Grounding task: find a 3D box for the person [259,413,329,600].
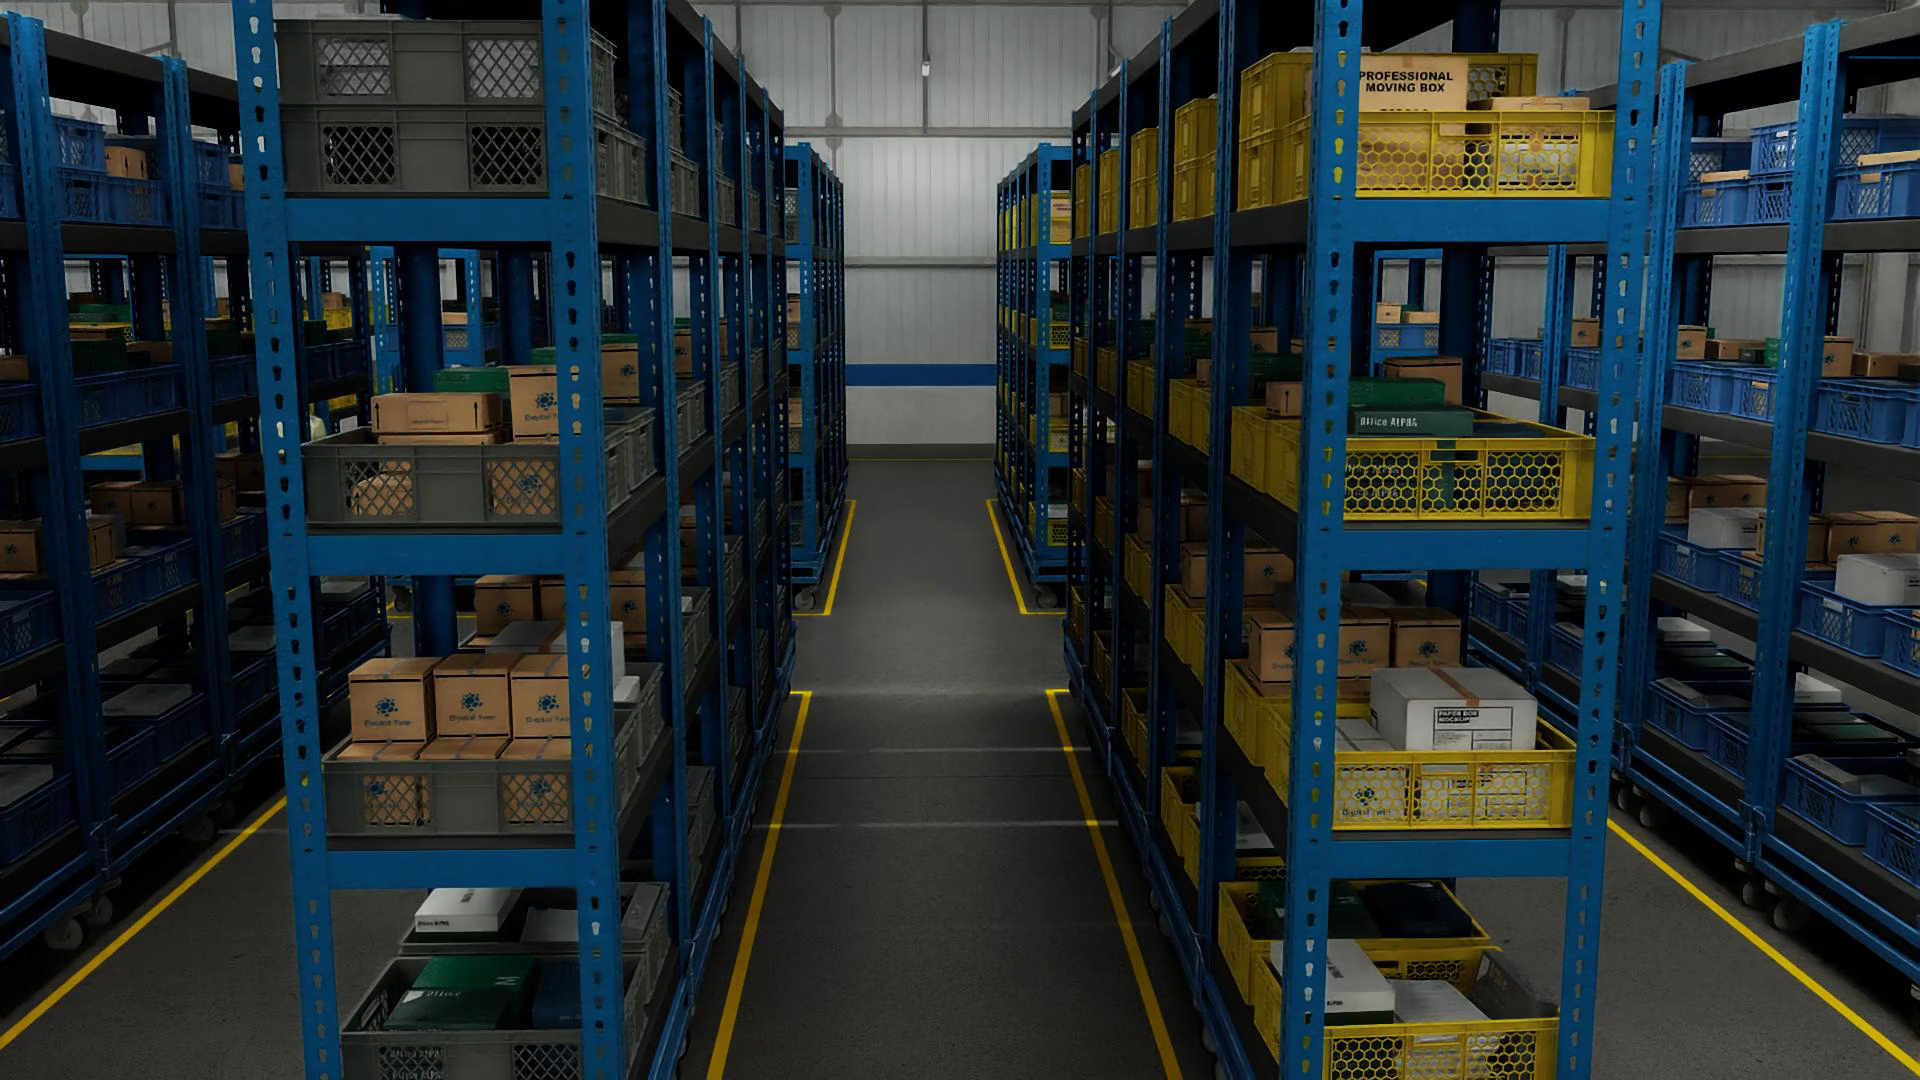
[{"bbox_3d":[-5.296,-0.409,13.303,0.590,1.835,0.404,1,9,5],"label":"person"}]
